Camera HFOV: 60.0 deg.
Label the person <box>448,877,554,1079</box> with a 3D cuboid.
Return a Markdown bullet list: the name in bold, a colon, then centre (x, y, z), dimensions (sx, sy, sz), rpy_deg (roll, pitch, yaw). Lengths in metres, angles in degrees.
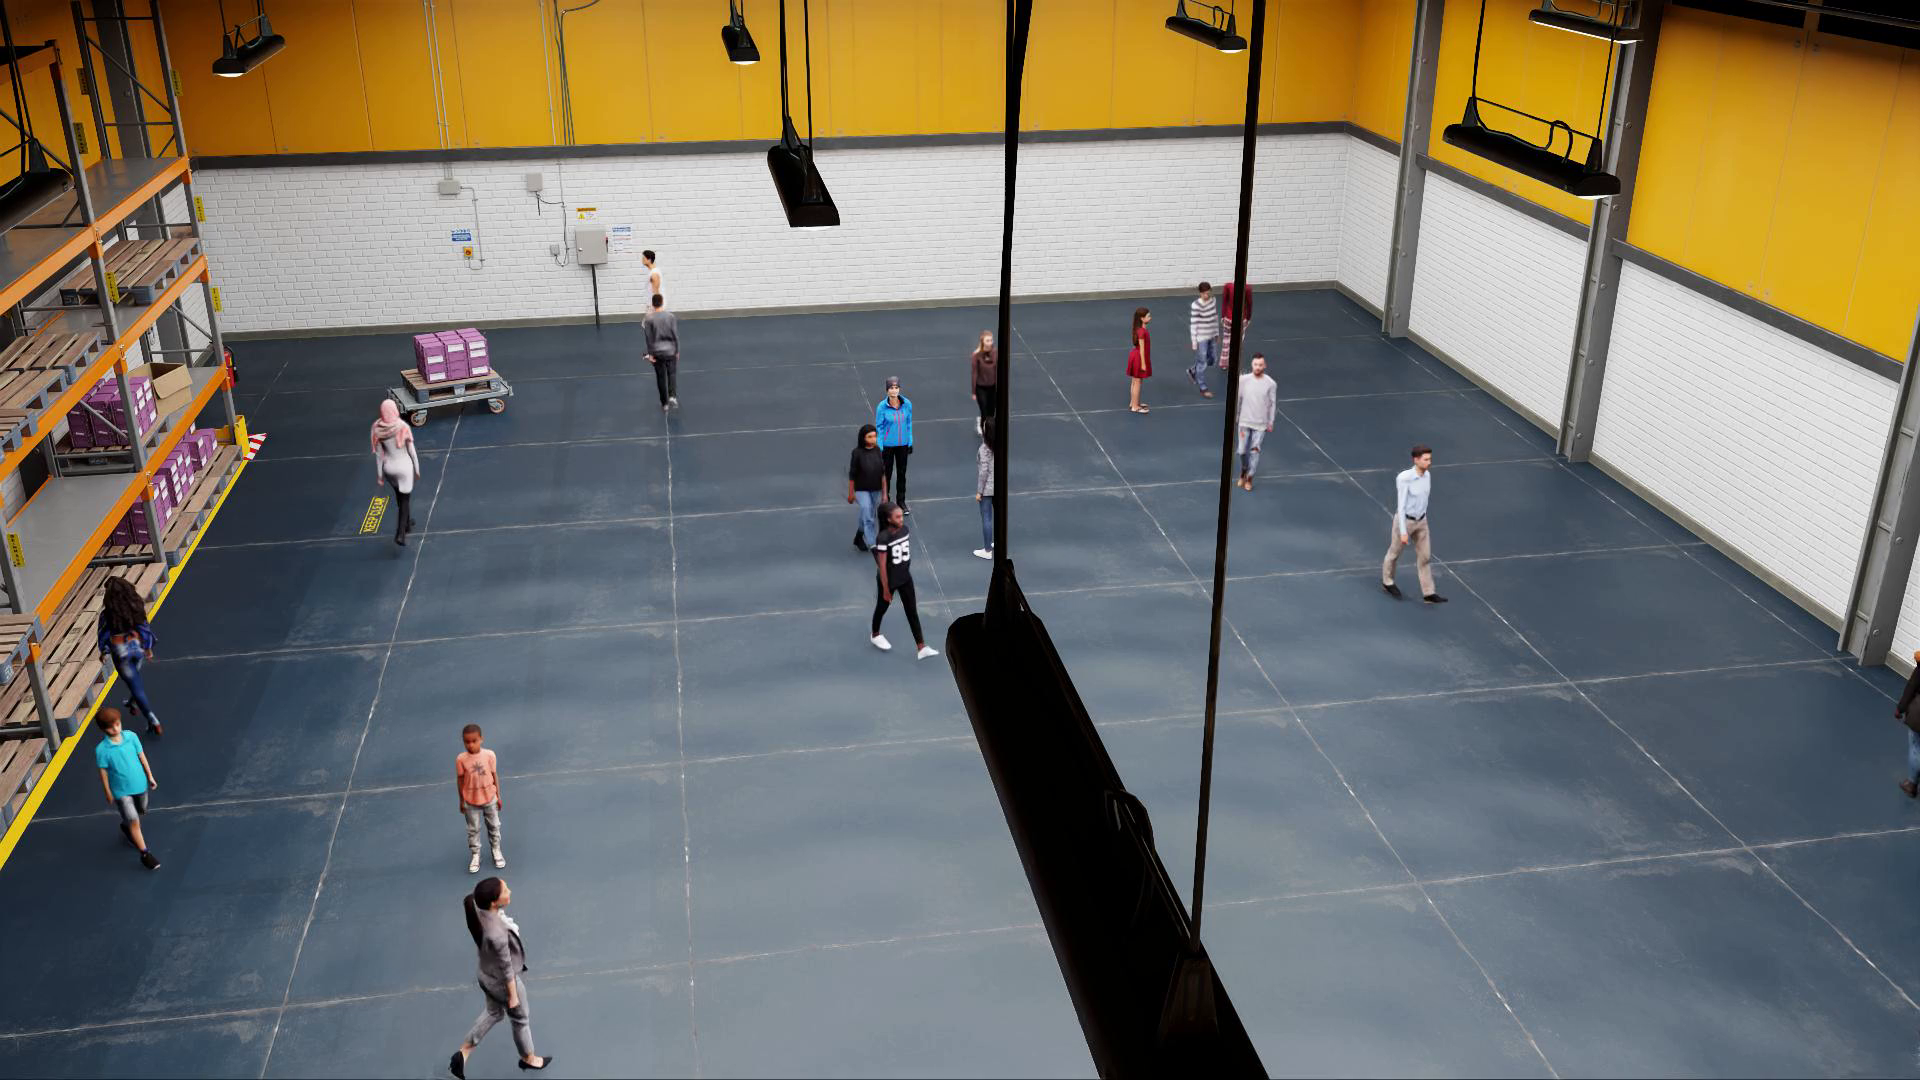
- **person**: centre (-3.193, 3.018, 11.297), dimensions (0.948, 1.658, 0.986), rpy_deg (-17, 29, -34)

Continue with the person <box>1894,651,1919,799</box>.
- **person**: centre (8.591, 1.558, 14.678), dimensions (0.651, 1.625, 0.611), rpy_deg (-1, 24, -1)

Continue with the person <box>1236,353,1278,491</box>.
- **person**: centre (3.811, -1.568, 21.571), dimensions (0.790, 1.832, 0.761), rpy_deg (6, 24, 13)

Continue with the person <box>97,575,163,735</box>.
- **person**: centre (-7.846, 1.113, 15.747), dimensions (1.067, 1.584, 1.016), rpy_deg (16, 28, 31)

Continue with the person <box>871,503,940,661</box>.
- **person**: centre (-0.746, 0.420, 17.206), dimensions (1.232, 1.685, 1.082), rpy_deg (21, 31, 39)

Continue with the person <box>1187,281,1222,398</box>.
- **person**: centre (3.602, -3.030, 24.943), dimensions (0.904, 1.810, 0.979), rpy_deg (-22, 32, -40)

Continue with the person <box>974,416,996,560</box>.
- **person**: centre (0.376, -0.632, 19.555), dimensions (0.694, 1.732, 0.707), rpy_deg (-21, 31, -40)

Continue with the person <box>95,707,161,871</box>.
- **person**: centre (-6.976, 2.015, 13.881), dimensions (0.963, 1.426, 0.906), rpy_deg (15, 28, 31)

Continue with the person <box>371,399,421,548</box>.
- **person**: centre (-6.711, -0.768, 19.825), dimensions (0.729, 1.766, 1.201), rpy_deg (-1, 24, -3)

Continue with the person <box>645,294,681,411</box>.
- **person**: centre (-4.316, -2.712, 24.287), dimensions (0.671, 1.754, 0.794), rpy_deg (-6, 24, -14)

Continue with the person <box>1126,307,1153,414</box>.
- **person**: centre (2.630, -2.659, 24.415), dimensions (0.654, 1.552, 0.588), rpy_deg (0, 24, 1)

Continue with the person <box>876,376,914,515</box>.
- **person**: centre (-0.813, -1.175, 20.717), dimensions (0.637, 1.797, 0.541), rpy_deg (-7, 24, -15)

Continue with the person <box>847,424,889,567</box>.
- **person**: centre (-1.117, -0.563, 19.505), dimensions (0.866, 1.646, 1.215), rpy_deg (-14, 27, -29)

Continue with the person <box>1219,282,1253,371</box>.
- **person**: centre (4.340, -3.498, 26.153), dimensions (0.683, 1.699, 0.655), rpy_deg (6, 24, 14)

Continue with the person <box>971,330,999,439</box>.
- **person**: centre (0.352, -2.089, 22.947), dimensions (0.707, 1.685, 1.010), rpy_deg (-7, 25, -16)

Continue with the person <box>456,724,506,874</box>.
- **person**: centre (-3.986, 2.117, 13.794), dimensions (0.507, 1.310, 0.495), rpy_deg (-7, 24, -15)

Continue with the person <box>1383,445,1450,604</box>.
- **person**: centre (4.935, -0.199, 18.467), dimensions (0.884, 1.810, 1.180), rpy_deg (-11, 26, -24)

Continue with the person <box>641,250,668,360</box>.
- **person**: centre (-4.789, -3.774, 26.693), dimensions (0.723, 1.771, 0.619), rpy_deg (-1, 24, -3)
